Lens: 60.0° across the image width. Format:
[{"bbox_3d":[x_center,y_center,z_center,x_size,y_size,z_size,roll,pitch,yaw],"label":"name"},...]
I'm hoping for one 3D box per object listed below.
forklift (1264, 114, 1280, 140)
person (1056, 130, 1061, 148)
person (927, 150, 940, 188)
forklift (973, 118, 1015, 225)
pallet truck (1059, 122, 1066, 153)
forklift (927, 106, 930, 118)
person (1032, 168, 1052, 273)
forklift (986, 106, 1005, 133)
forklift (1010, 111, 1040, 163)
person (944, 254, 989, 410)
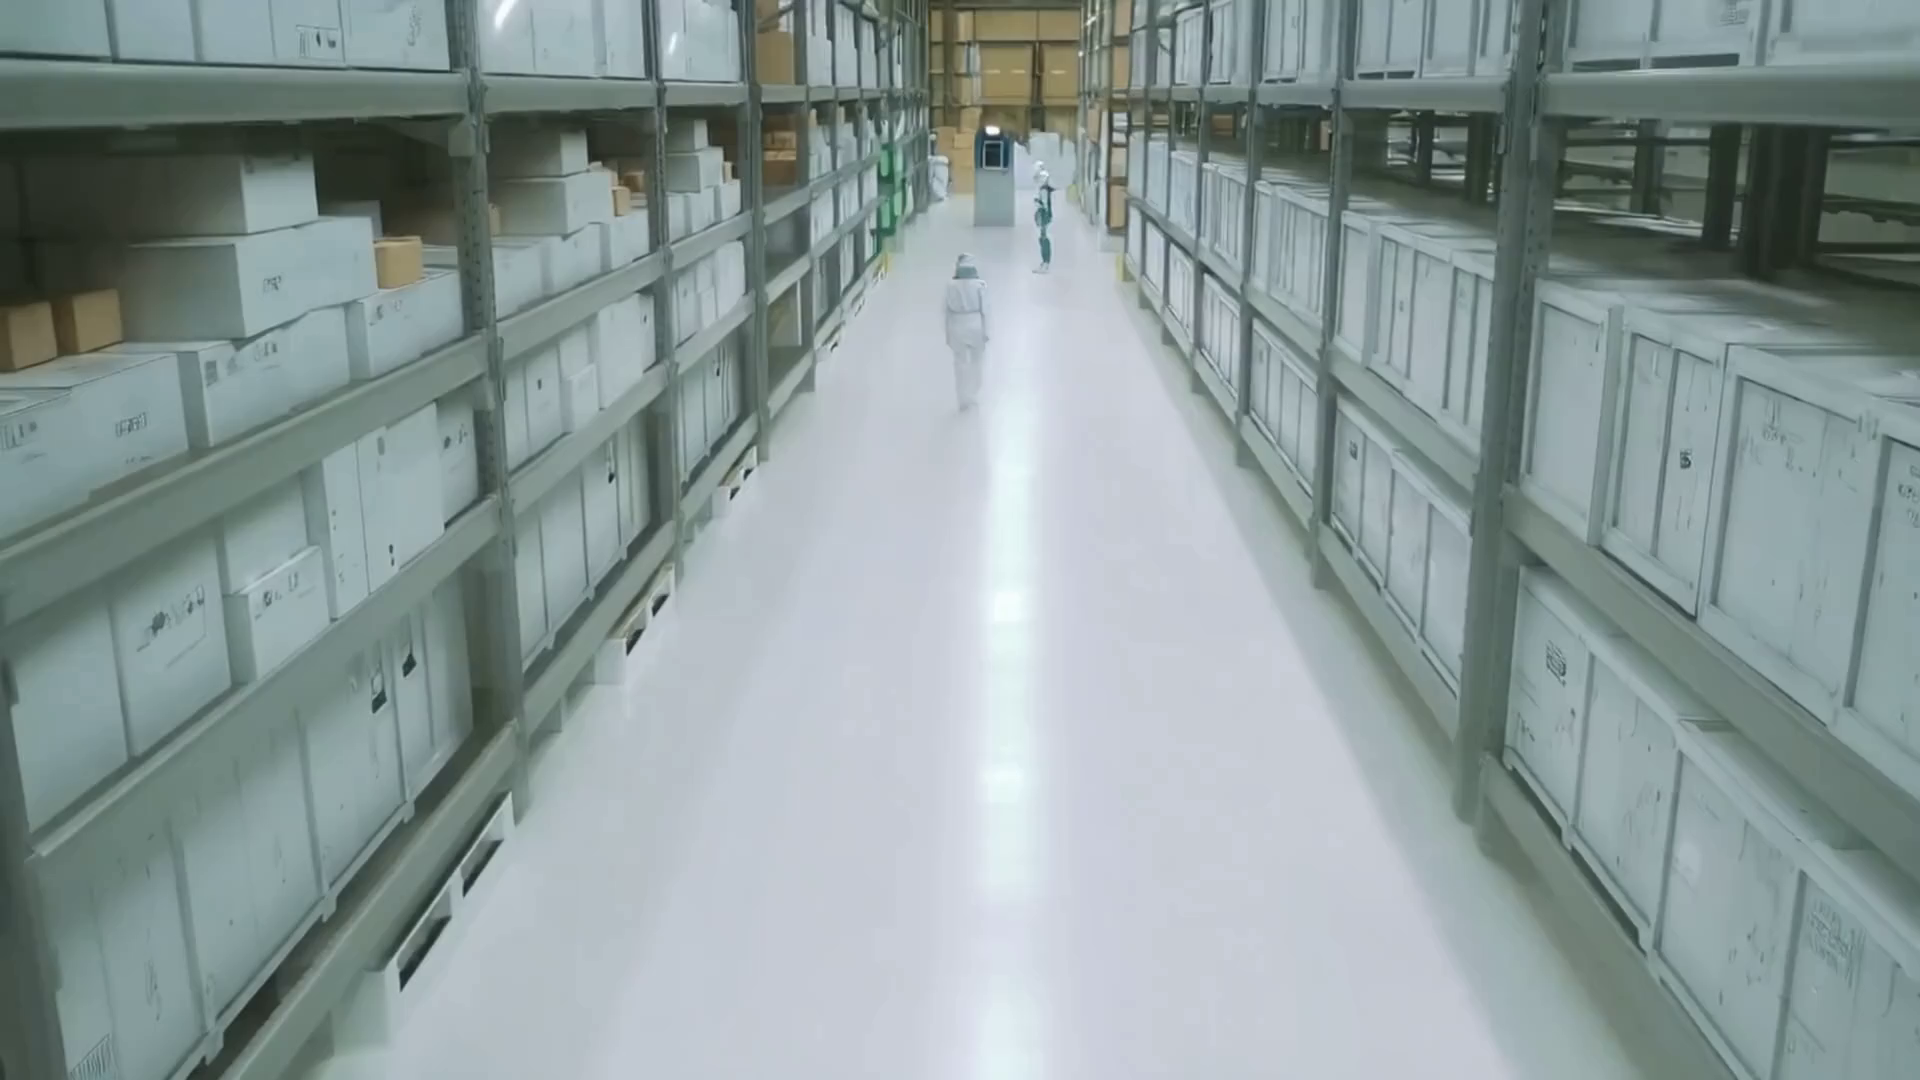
[{"bbox_3d":[11.025,-13.978,59.799,1.129,2.768,1.873,0,15,2],"label":"forklift"},{"bbox_3d":[5.054,-20.413,86.113,0.312,1.635,0.516,5,16,18],"label":"person"},{"bbox_3d":[-0.902,-12.260,55.802,0.530,1.622,0.355,-13,20,-39],"label":"person"},{"bbox_3d":[0.937,-9.960,44.850,1.129,2.768,1.873,0,15,1],"label":"forklift"},{"bbox_3d":[5.788,-21.111,88.014,1.885,1.965,0.823,5,16,18],"label":"pallet truck"},{"bbox_3d":[-1.988,-20.789,85.142,1.129,2.768,1.873,0,15,2],"label":"forklift"},{"bbox_3d":[1.610,-6.308,32.868,0.397,2.034,0.605,4,16,15],"label":"person"},{"bbox_3d":[1.788,-20.563,84.299,1.129,2.768,1.873,-7,17,-24],"label":"forklift"},{"bbox_3d":[2.058,-14.648,62.292,1.873,2.768,1.129,0,15,1],"label":"forklift"},{"bbox_3d":[0.077,-2.338,18.673,0.510,1.720,0.595,2,15,6],"label":"person"}]
